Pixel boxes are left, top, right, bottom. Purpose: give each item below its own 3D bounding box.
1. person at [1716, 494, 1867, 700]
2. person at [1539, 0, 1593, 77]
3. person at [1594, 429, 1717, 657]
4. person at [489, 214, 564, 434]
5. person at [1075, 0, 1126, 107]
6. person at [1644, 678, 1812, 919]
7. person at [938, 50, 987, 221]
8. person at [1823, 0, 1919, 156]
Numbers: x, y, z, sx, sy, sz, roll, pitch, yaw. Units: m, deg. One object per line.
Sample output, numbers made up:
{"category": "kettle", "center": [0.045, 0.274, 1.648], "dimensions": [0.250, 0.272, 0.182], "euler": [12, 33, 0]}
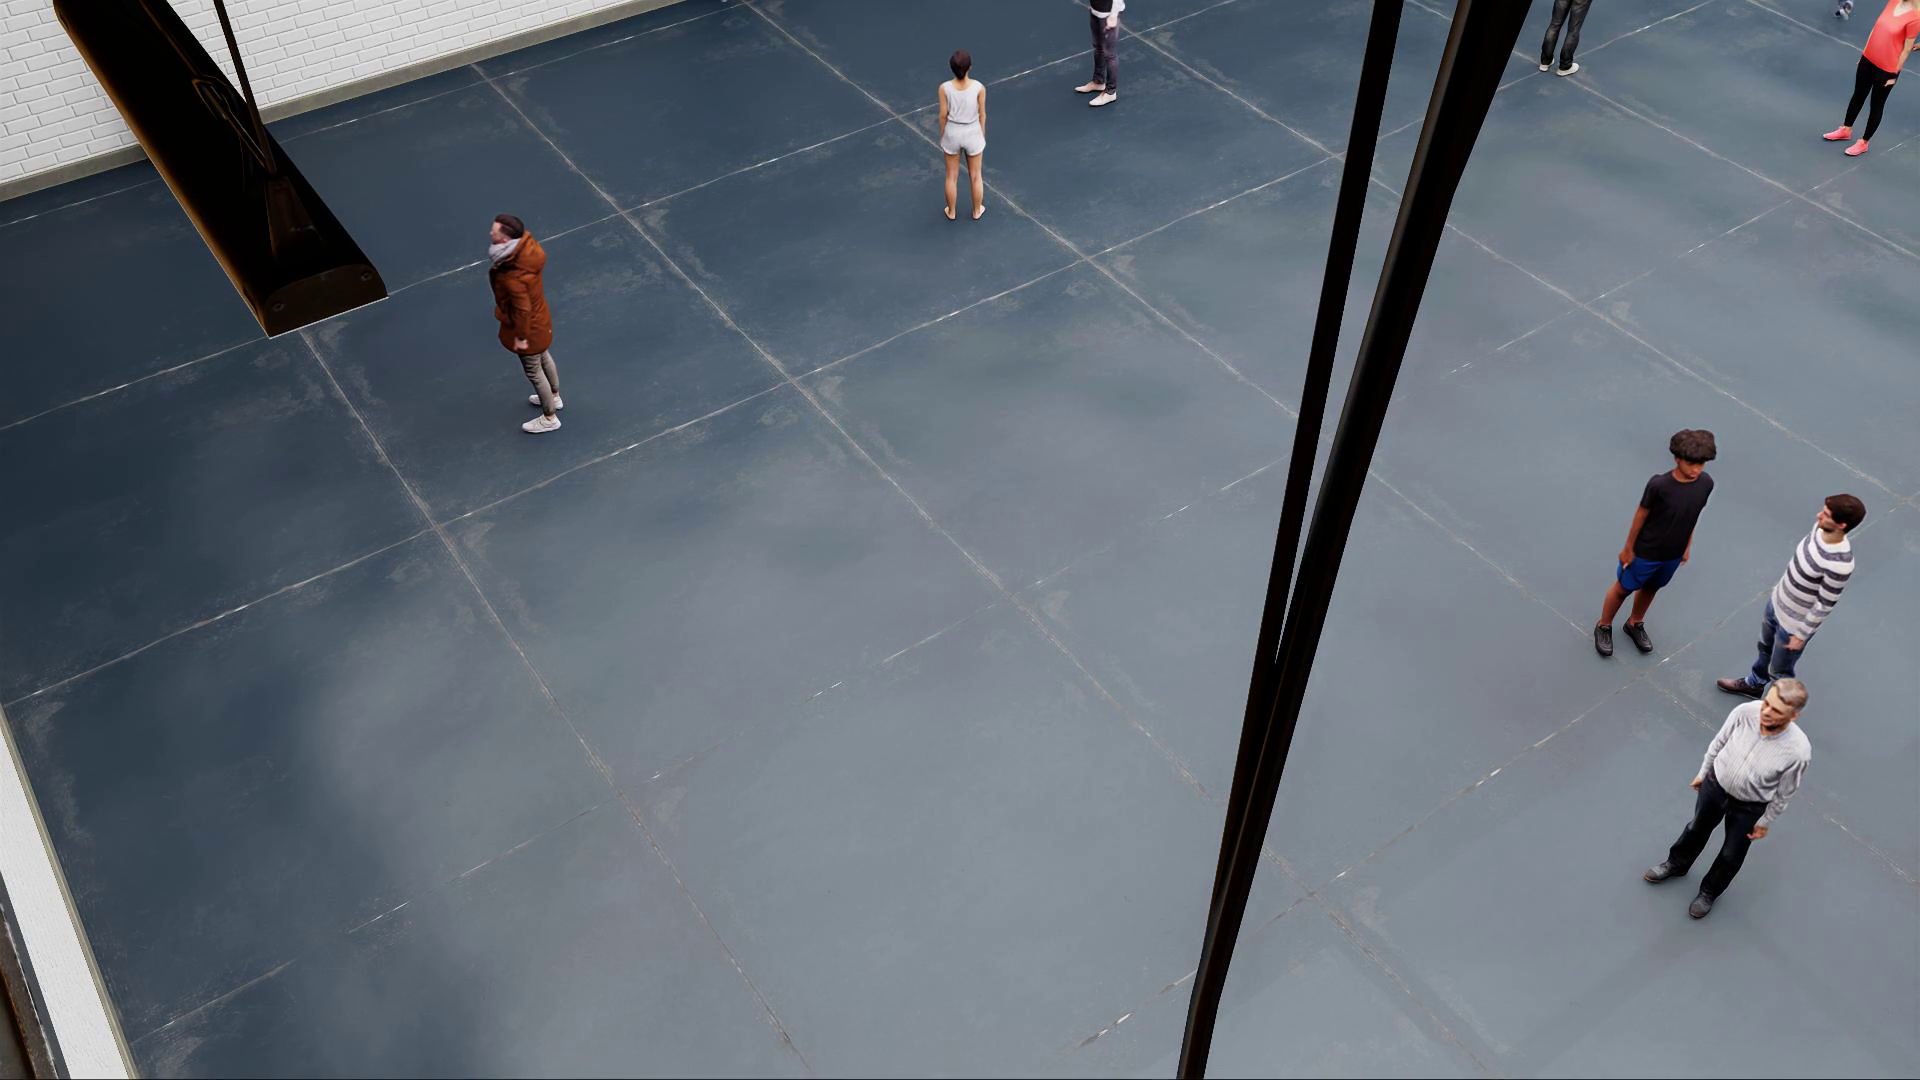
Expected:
{"category": "person", "center": [5.125, 0.431, 10.173], "dimensions": [0.759, 1.854, 0.714], "euler": [5, 44, 5]}
{"category": "person", "center": [6.087, -5.487, 16.416], "dimensions": [0.713, 1.811, 0.625], "euler": [31, 51, 28]}
{"category": "person", "center": [4.468, 0.009, 10.657], "dimensions": [0.668, 1.798, 0.770], "euler": [-4, 44, -4]}
{"category": "person", "center": [-3.203, -1.622, 12.339], "dimensions": [0.893, 1.839, 0.851], "euler": [0, 44, 0]}
{"category": "person", "center": [1.401, -5.086, 15.986], "dimensions": [0.679, 1.824, 0.741], "euler": [-15, 46, -15]}
{"category": "person", "center": [4.306, 1.395, 9.185], "dimensions": [0.544, 1.820, 0.637], "euler": [-25, 49, -24]}
{"category": "person", "center": [0.022, -3.522, 14.505], "dimensions": [0.653, 1.602, 0.729], "euler": [1, 44, 1]}
{"category": "person", "center": [8.512, -4.385, 15.345], "dimensions": [0.623, 1.693, 0.653], "euler": [-13, 45, -13]}
